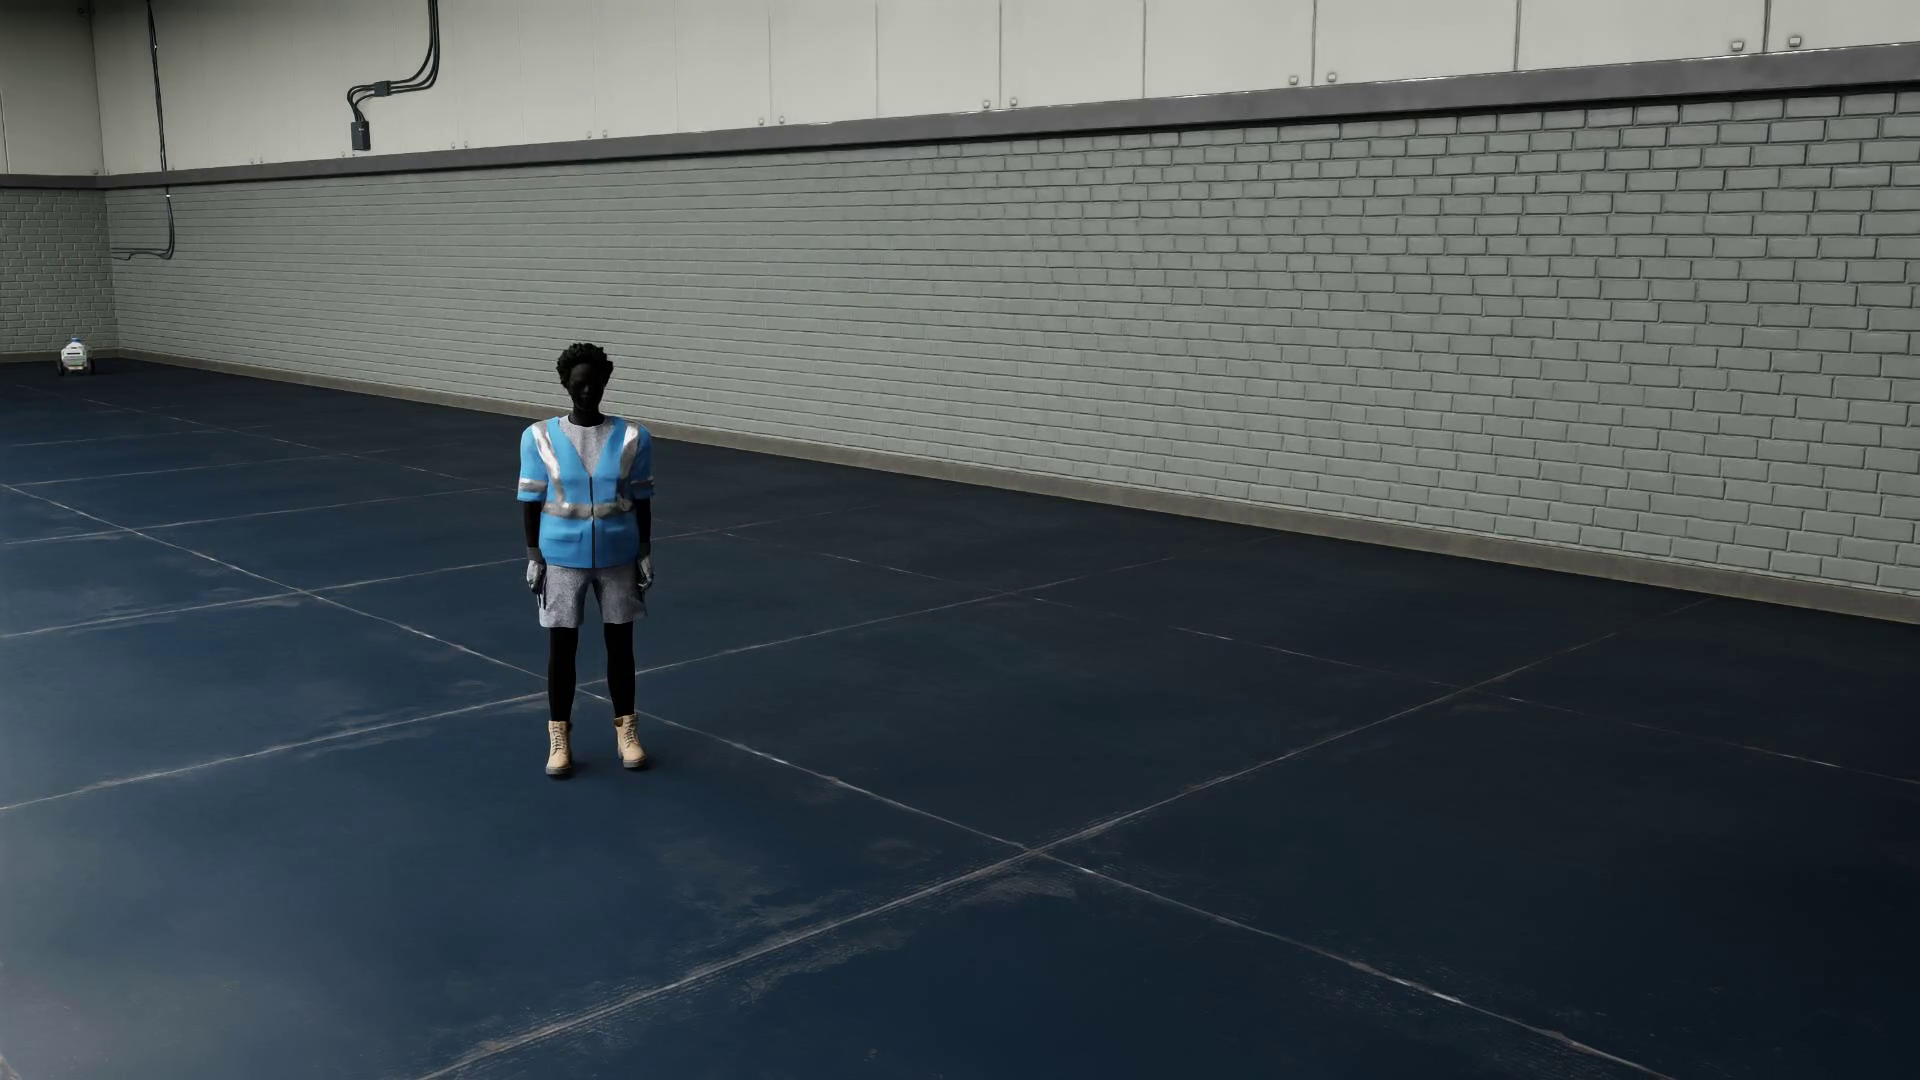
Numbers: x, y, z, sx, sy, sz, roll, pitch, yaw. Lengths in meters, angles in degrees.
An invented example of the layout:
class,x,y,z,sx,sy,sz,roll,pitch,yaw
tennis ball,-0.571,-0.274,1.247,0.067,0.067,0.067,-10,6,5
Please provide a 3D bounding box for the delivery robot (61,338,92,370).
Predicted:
class,x,y,z,sx,sy,sz,roll,pitch,yaw
delivery robot,-13.522,-2.845,25.454,0.477,0.478,0.707,-4,11,-20

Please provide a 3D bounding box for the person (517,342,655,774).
class,x,y,z,sx,sy,sz,roll,pitch,yaw
person,-1.460,0.073,6.564,0.535,1.699,0.318,-4,11,-19
